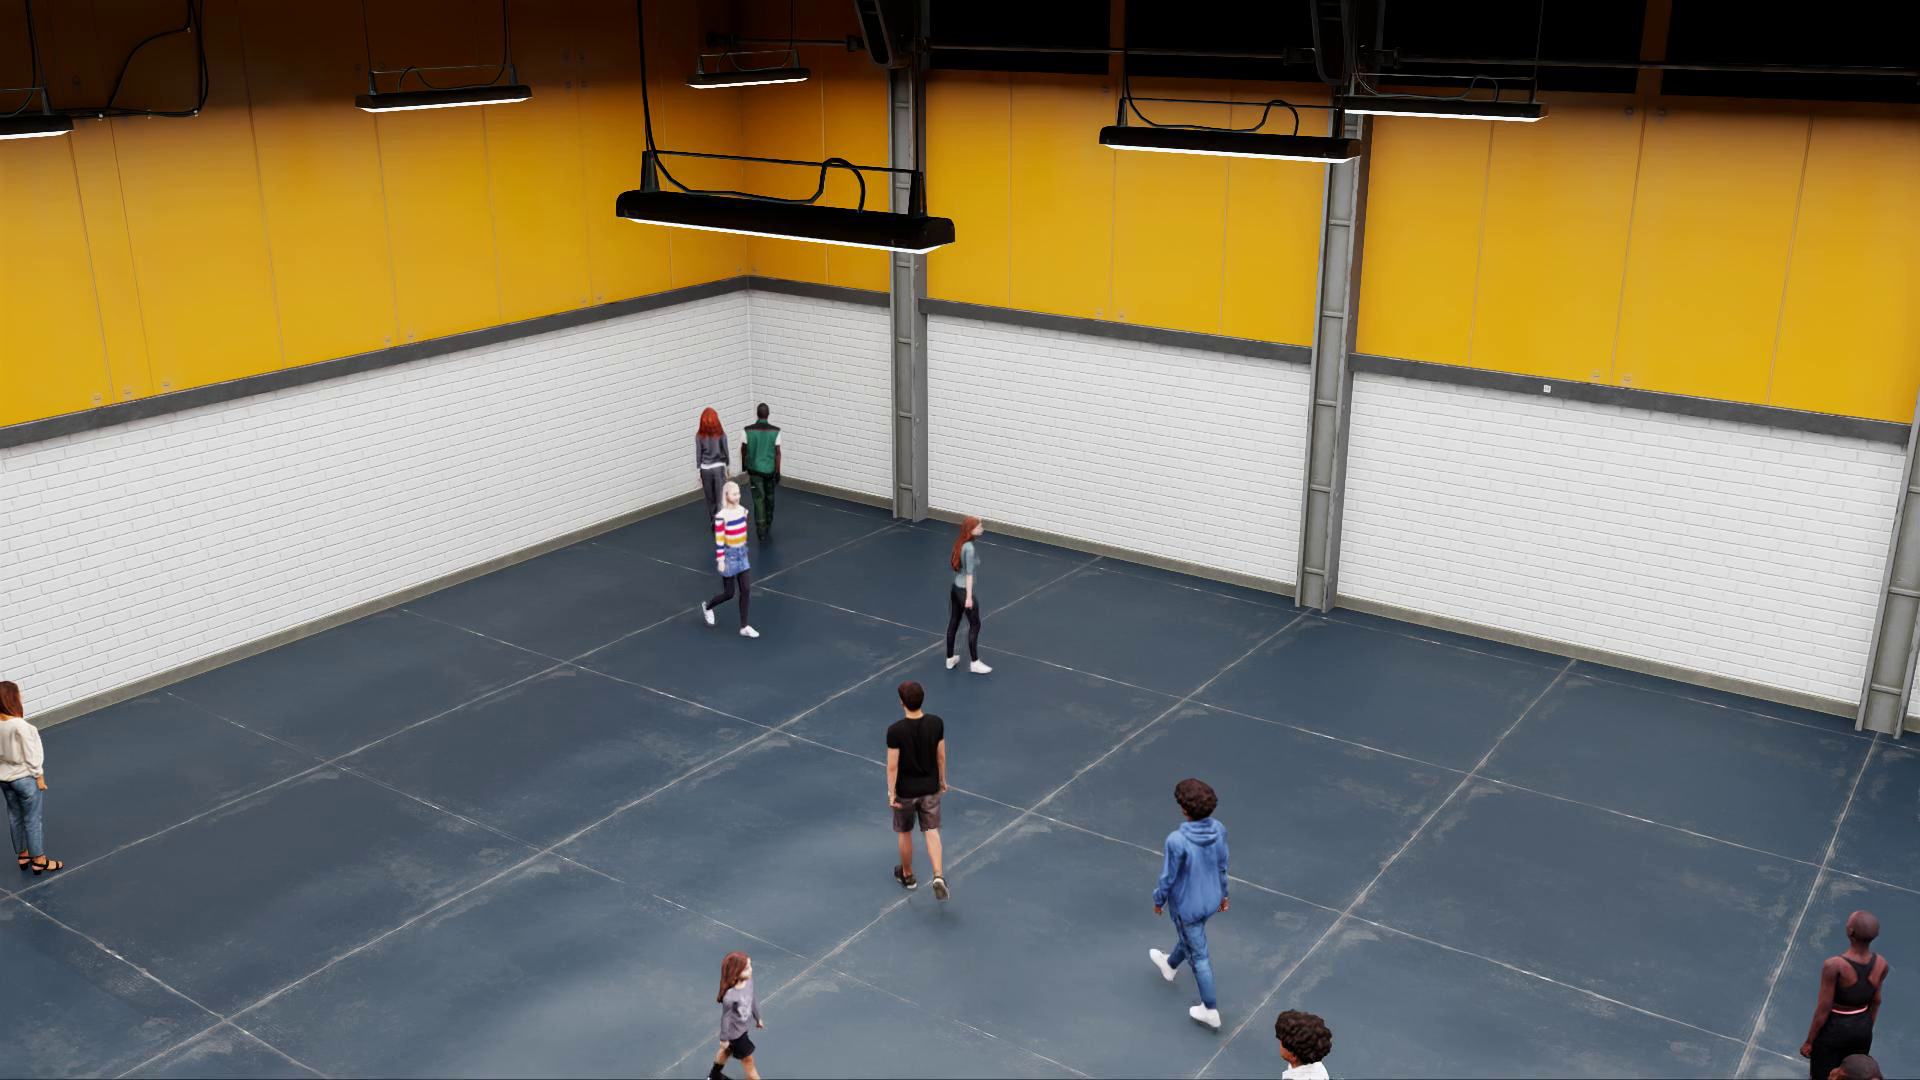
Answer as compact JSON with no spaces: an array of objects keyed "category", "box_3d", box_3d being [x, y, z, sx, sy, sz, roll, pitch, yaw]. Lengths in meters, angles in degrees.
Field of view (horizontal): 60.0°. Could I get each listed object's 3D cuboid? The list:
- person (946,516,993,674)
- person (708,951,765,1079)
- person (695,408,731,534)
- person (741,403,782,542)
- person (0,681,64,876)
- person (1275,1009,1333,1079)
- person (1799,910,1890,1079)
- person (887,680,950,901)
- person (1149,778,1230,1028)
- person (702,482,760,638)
[{"category":"person","box_3d":[0.024,0.573,17.711,0.881,1.727,0.817,-7,20,-20]},{"category":"person","box_3d":[-1.515,3.187,10.967,0.840,1.078,0.616,6,20,18]},{"category":"person","box_3d":[-3.251,-0.852,21.892,1.030,1.758,1.050,-2,19,-6]},{"category":"person","box_3d":[-2.602,-0.851,21.839,1.197,1.792,1.283,-4,19,-11]},{"category":"person","box_3d":[-7.745,1.949,13.700,0.493,1.680,0.694,11,21,29]},{"category":"person","box_3d":[1.904,3.424,9.133,0.604,1.798,0.648,12,22,31]},{"category":"person","box_3d":[5.436,3.071,10.245,0.667,1.758,0.734,-3,19,-8]},{"category":"person","box_3d":[-0.314,2.015,13.246,1.020,1.845,1.138,-6,20,-18]},{"category":"person","box_3d":[1.703,2.577,11.699,0.982,1.766,1.243,-11,22,-30]},{"category":"person","box_3d":[-2.613,0.203,18.706,1.021,1.793,0.684,13,23,35]}]
